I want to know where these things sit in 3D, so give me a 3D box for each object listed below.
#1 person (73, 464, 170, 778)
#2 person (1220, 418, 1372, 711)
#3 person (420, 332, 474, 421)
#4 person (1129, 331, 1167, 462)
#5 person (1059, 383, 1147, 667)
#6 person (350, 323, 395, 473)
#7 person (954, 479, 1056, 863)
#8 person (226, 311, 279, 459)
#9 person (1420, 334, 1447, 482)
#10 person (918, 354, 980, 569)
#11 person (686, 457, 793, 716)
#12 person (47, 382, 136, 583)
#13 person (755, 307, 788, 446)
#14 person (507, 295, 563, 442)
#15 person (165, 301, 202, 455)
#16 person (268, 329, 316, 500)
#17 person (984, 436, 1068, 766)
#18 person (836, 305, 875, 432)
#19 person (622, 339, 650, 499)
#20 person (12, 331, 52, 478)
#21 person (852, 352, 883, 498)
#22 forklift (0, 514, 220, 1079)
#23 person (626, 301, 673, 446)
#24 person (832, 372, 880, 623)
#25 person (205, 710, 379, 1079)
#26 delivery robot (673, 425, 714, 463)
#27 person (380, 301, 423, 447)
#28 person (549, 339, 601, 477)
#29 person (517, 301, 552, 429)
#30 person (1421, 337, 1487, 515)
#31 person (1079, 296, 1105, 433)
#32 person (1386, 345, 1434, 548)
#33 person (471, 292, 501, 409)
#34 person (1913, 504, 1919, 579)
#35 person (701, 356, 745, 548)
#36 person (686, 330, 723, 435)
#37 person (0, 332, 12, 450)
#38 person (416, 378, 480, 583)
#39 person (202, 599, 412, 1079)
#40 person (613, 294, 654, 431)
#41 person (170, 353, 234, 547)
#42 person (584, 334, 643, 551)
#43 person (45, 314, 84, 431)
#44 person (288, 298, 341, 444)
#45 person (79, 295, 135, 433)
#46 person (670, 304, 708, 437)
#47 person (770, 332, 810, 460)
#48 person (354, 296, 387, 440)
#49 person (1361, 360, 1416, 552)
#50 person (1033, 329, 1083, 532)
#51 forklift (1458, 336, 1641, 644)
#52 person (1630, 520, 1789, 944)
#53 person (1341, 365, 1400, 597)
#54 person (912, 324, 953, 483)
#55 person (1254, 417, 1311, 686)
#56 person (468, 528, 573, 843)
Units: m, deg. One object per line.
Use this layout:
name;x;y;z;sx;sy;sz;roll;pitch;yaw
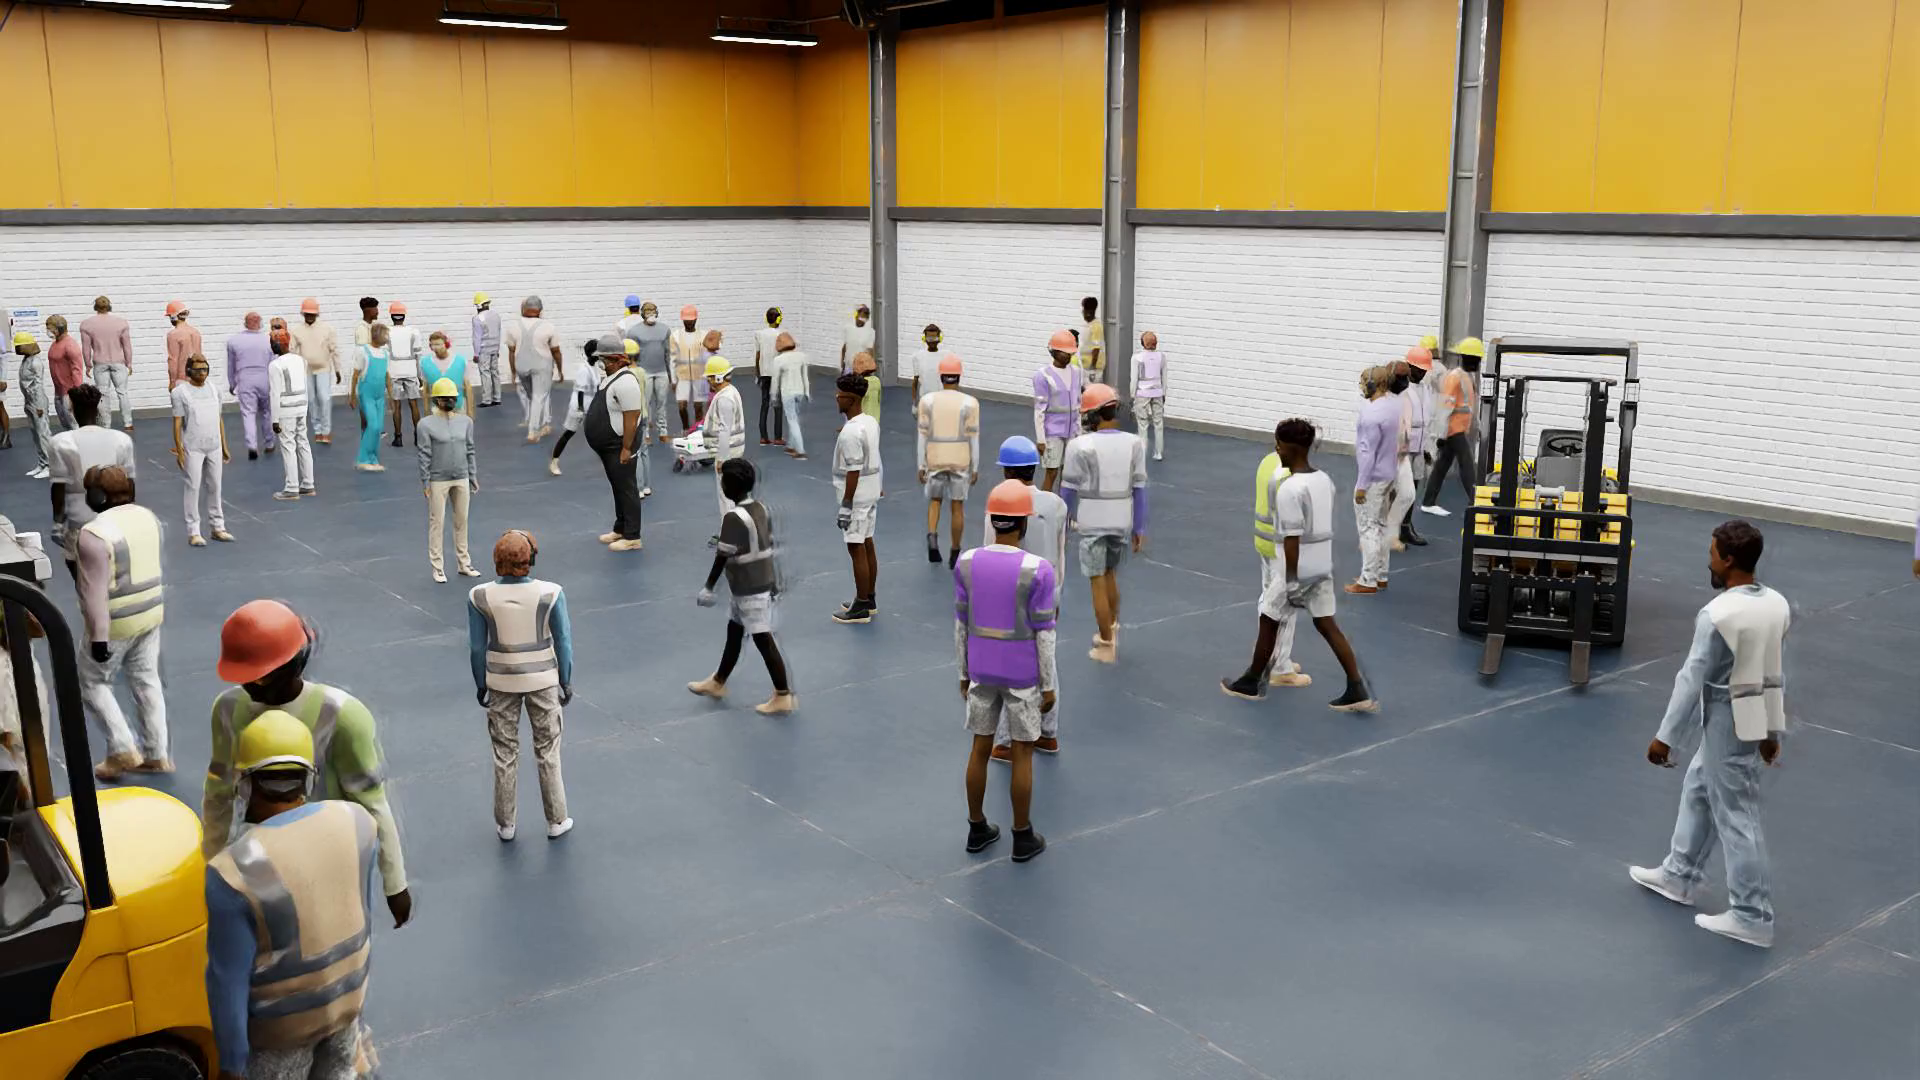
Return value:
person;-4.811;0.470;9.487;0.519;1.822;0.650;2;12;10
person;2.243;0.166;10.782;1.035;1.911;0.606;10;15;40
person;-5.906;-1.518;19.218;0.574;1.793;0.697;-2;12;-7
person;2.365;-1.797;20.883;0.515;1.641;0.315;-4;12;-19
person;0.976;-0.121;11.915;0.601;2.005;0.750;-5;13;-25
person;-7.092;-1.708;20.102;0.391;1.799;0.602;5;13;22
person;0.238;0.653;8.358;0.544;1.930;0.388;6;13;27
person;-9.011;-1.986;21.265;0.642;1.870;0.960;-4;12;-20
person;5.363;-1.493;19.169;0.484;1.744;0.294;7;13;29
person;-0.097;-0.696;14.877;0.549;1.924;0.460;2;12;8
person;-1.448;0.303;10.700;0.850;1.655;0.549;2;12;9
person;-6.466;-0.197;12.405;0.423;1.948;0.645;10;15;39
person;-2.496;-2.177;22.211;0.525;1.857;0.344;4;12;18
person;-5.788;-2.373;22.695;0.694;2.000;1.028;2;12;9
person;-10.032;-2.098;21.526;0.412;1.980;0.630;2;12;10
person;-7.378;-1.380;18.301;0.360;1.880;0.575;3;12;16
person;0.362;0.354;9.781;0.610;1.939;0.417;-10;15;-40
person;-1.500;-2.380;23.262;0.691;1.832;0.341;6;13;26
person;-3.612;-1.328;18.321;0.315;1.767;0.533;2;12;8
person;-10.994;-1.602;19.723;0.486;1.738;0.320;11;16;43
person;-1.025;-1.237;18.218;0.271;1.627;0.501;6;13;26
forklift;-3.687;1.115;5.480;2.313;2.155;1.214;-9;15;-36
person;-4.131;-2.223;22.257;0.635;1.929;0.381;-8;14;-34
person;-0.816;-0.332;13.019;0.367;1.966;0.604;3;12;12
person;-1.983;1.410;5.003;0.432;1.821;0.603;6;13;25
delivery robot;-3.125;-1.151;20.174;0.477;0.478;0.707;10;16;41
person;-7.443;-2.211;22.165;0.552;1.935;0.365;-6;13;-26
person;-4.494;-1.574;19.829;0.948;1.632;0.569;2;12;8
person;-6.109;-2.484;23.662;0.576;1.861;0.573;-6;13;-28
person;5.238;-1.145;17.146;0.952;1.879;0.599;6;13;27
person;1.835;-2.456;23.358;0.398;1.934;0.718;-1;12;-5
person;4.277;-0.879;15.758;0.543;1.928;0.373;-8;14;-34
person;-7.436;-2.966;26.081;0.404;1.827;0.589;5;13;22
person;6.707;0.055;11.075;0.625;2.008;1.003;5;13;23
person;-2.249;-0.840;15.844;0.403;1.817;0.605;-1;12;-4
person;-3.244;-1.903;21.462;0.606;1.613;0.516;1;12;6
person;-12.778;-2.138;21.812;0.551;1.934;0.373;2;12;7
person;-4.428;-0.524;14.425;0.525;1.772;0.309;-11;16;-43
person;-2.310;1.160;5.752;0.755;1.983;0.859;4;12;18
person;-4.599;-2.507;23.608;0.639;1.935;0.434;-3;12;-15
person;-7.246;-0.868;15.907;0.327;1.842;0.517;8;14;35
person;-3.270;-0.925;15.705;0.536;2.000;0.688;-5;13;-23
person;-10.627;-1.720;19.802;0.627;1.935;0.371;11;16;42
person;-8.661;-2.243;22.247;0.664;1.957;0.876;-3;12;-13
person;-11.933;-2.448;23.308;0.628;1.940;0.378;-5;13;-25
person;-3.506;-2.122;21.762;0.561;1.922;0.399;-1;12;-5
person;-2.205;-1.836;21.136;0.518;1.599;0.733;-11;16;-42
person;-8.103;-2.359;22.826;0.369;1.958;0.604;-2;12;-10
person;3.973;-0.753;15.413;0.634;1.824;0.485;-8;14;-35
person;1.001;-1.061;16.391;0.613;2.033;0.410;-10;16;-41
forklift;4.683;-0.471;13.136;1.214;2.155;2.313;4;12;20
person;3.371;0.839;7.572;0.595;1.889;0.851;-10;15;-39
person;3.461;-0.494;13.905;0.374;1.929;0.635;7;14;30
person;-0.306;-1.584;19.334;0.511;1.862;0.324;0;12;0
person;2.231;0.076;11.384;0.429;1.838;0.628;-1;12;-6
person;-2.250;0.755;8.563;0.514;1.641;0.309;-1;12;-7
